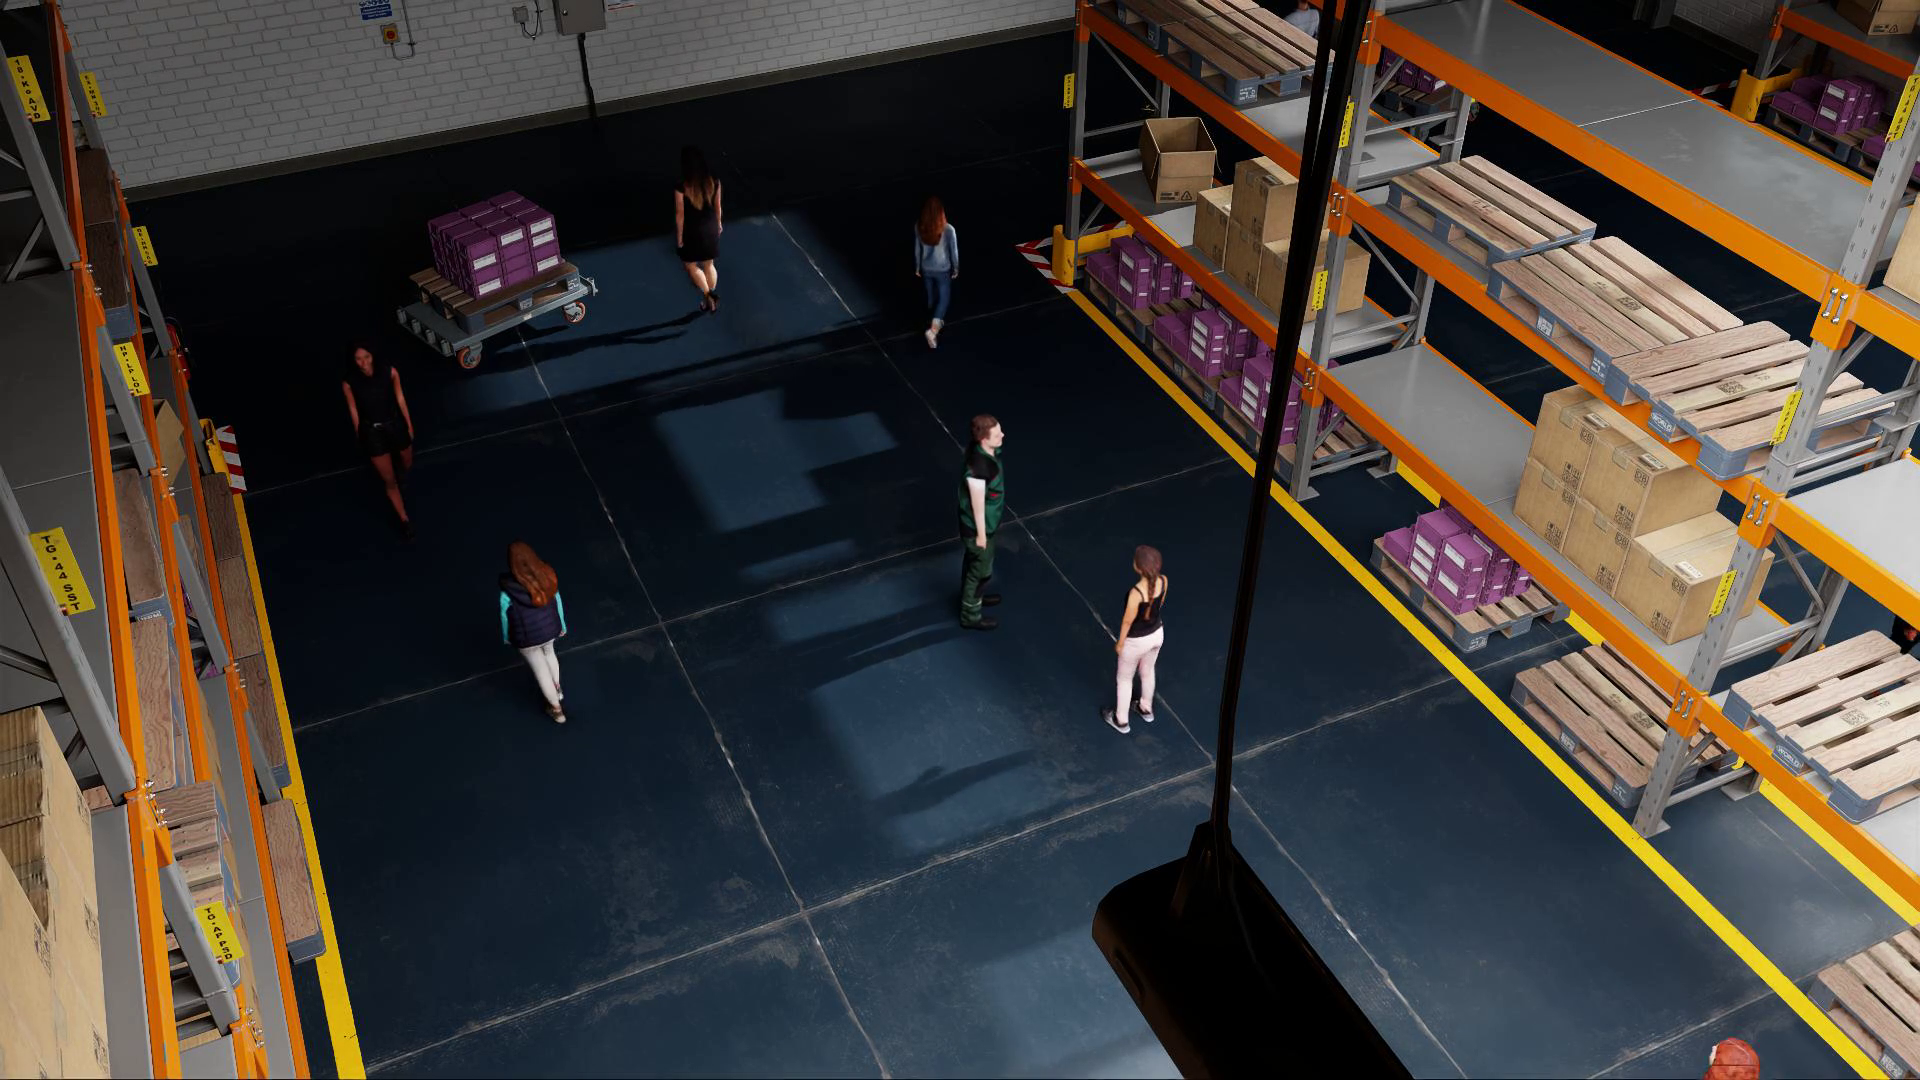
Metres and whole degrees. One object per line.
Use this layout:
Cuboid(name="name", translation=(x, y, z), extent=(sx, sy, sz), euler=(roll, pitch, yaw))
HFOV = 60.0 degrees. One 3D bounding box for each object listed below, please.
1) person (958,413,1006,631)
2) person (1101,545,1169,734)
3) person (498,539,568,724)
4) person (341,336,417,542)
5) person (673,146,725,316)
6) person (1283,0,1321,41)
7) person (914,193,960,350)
Cuboid(name="person", translation=(0.143, -0.148, 11.995), extent=(0.777, 1.838, 0.660), euler=(2, 39, 3))
Cuboid(name="person", translation=(1.246, 0.659, 11.205), extent=(0.566, 1.563, 0.589), euler=(-24, 45, -27))
Cuboid(name="person", translation=(-2.842, 0.656, 11.271), extent=(0.665, 1.487, 0.736), euler=(-31, 48, -32))
Cuboid(name="person", translation=(-4.510, -0.863, 12.988), extent=(0.653, 1.716, 1.083), euler=(-20, 43, -23))
Cuboid(name="person", translation=(-2.372, -2.800, 15.420), extent=(0.762, 1.709, 0.836), euler=(-27, 46, -30))
Cuboid(name="person", translation=(3.697, -5.241, 18.365), extent=(0.642, 1.848, 0.542), euler=(-15, 41, -18))
Cuboid(name="person", translation=(-0.244, -2.440, 15.164), extent=(0.871, 1.465, 0.937), euler=(12, 40, 14))
